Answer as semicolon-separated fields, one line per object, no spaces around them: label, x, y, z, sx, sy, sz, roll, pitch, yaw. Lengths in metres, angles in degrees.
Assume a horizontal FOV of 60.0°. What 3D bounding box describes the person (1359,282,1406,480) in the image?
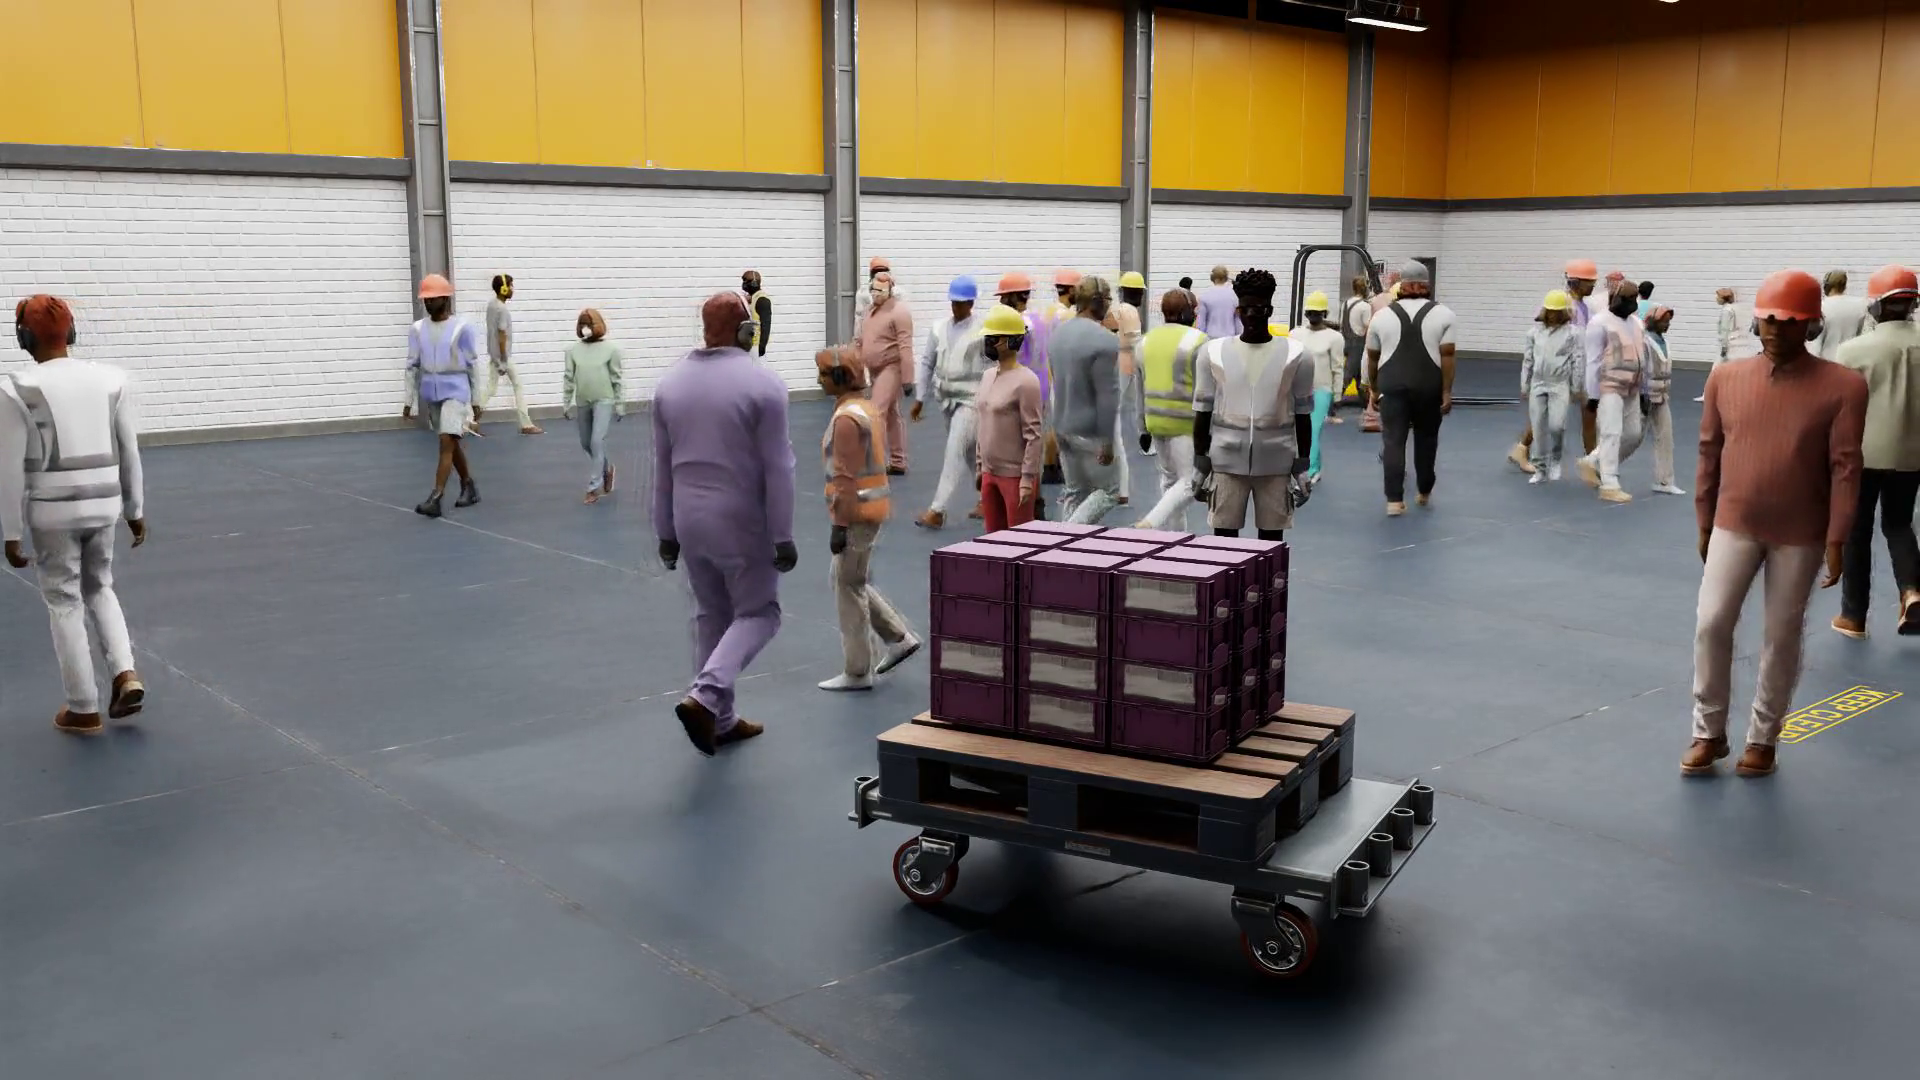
person;3.979;-1.471;15.296;0.591;1.780;0.902;-1;10;-9

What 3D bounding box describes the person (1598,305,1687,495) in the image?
person;5.866;-1.204;14.253;0.517;1.615;0.725;-8;12;-38

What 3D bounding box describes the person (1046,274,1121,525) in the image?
person;0.708;-0.643;10.080;0.520;1.921;0.630;-7;12;-34

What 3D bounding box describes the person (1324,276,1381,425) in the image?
person;4.778;-2.276;20.013;1.009;1.789;0.531;-3;10;-19

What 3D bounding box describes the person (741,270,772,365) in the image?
person;-2.627;-2.500;21.159;0.429;1.842;0.635;-5;11;-29

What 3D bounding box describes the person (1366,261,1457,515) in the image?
person;3.585;-1.244;13.222;0.697;2.000;1.050;4;10;20

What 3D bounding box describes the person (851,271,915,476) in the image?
person;-0.775;-1.485;15.097;0.727;1.874;0.676;-5;11;-29

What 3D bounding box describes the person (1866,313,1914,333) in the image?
person;13.002;-2.849;23.265;0.591;1.825;0.403;3;10;16

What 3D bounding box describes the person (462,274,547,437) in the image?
person;-5.193;-2.068;18.683;0.938;1.834;0.533;-8;12;-38

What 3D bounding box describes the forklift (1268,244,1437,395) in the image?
forklift;5.256;-2.933;22.661;2.313;2.155;1.214;3;10;16

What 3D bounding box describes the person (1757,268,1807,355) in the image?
person;9.766;-2.278;19.736;0.587;1.882;0.341;0;10;-1

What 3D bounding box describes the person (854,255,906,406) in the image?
person;-0.958;-2.410;20.100;0.639;2.018;0.808;-1;10;-3

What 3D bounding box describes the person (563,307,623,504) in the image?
person;-3.032;-1.136;13.859;0.509;1.606;0.747;2;10;11

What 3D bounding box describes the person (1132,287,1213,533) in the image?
person;1.389;-0.736;10.888;0.705;1.827;0.634;-7;12;-36

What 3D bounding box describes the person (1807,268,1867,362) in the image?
person;8.689;-1.733;16.490;0.633;1.916;0.895;-1;10;-7

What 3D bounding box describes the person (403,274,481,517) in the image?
person;-4.095;-1.145;13.116;0.561;1.879;1.017;2;10;11

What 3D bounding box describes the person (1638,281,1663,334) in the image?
person;9.899;-2.907;24.084;0.549;1.647;0.868;7;12;36

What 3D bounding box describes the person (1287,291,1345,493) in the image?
person;3.067;-1.298;14.473;0.522;1.726;0.905;7;12;35

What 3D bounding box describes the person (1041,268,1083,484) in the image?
person;0.950;-1.437;14.723;0.550;1.911;0.575;-2;10;-13

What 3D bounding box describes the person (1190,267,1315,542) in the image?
person;1.471;-0.383;8.400;0.614;1.963;0.361;2;10;12

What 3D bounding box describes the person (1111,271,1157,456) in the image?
person;1.640;-1.746;16.663;1.001;1.878;0.602;-1;10;-4

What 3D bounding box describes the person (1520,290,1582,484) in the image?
person;5.213;-1.346;14.729;0.512;1.721;0.387;7;12;34

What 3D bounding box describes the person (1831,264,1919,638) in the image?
person;4.826;-0.439;8.672;0.635;1.983;0.539;1;10;5

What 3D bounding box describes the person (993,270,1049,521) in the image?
person;0.473;-1.096;12.723;0.477;1.913;0.578;2;10;14

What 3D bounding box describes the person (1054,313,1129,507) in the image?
person;1.062;-1.066;13.421;0.705;1.604;0.533;3;10;17

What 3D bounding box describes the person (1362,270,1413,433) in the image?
person;5.056;-2.160;19.100;0.961;1.855;0.676;-3;10;-16

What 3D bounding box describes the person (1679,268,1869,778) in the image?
person;3.075;-0.034;6.336;0.614;1.971;0.624;7;12;37

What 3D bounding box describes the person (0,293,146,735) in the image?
person;-3.753;-0.098;7.009;0.403;1.867;0.609;6;11;31

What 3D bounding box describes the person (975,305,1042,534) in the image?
person;0.234;-0.346;8.770;0.314;1.769;0.523;-6;11;-31

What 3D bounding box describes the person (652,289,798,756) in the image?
person;-0.983;-0.050;6.653;0.671;1.893;0.609;6;11;32

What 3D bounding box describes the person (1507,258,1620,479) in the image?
person;5.562;-1.568;15.224;0.621;2.011;0.968;-8;13;-40

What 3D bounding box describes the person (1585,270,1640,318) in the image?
person;7.781;-2.301;19.938;0.638;1.869;0.958;2;10;10

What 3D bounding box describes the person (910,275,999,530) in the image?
person;0.003;-1.039;12.494;0.613;1.887;1.056;9;13;41

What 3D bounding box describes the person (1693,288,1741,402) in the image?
person;10.614;-2.661;22.825;0.837;1.594;0.559;4;10;22

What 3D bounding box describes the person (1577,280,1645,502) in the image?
person;5.435;-1.246;13.865;0.644;1.825;0.581;-6;12;-33

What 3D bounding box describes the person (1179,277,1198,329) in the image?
person;3.630;-3.399;26.880;0.527;1.690;0.321;4;10;20

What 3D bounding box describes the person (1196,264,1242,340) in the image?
person;3.361;-2.603;21.526;0.634;1.922;0.595;-2;10;-11

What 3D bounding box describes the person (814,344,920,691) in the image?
person;-0.464;-0.100;7.734;0.402;1.621;0.542;0;10;1
